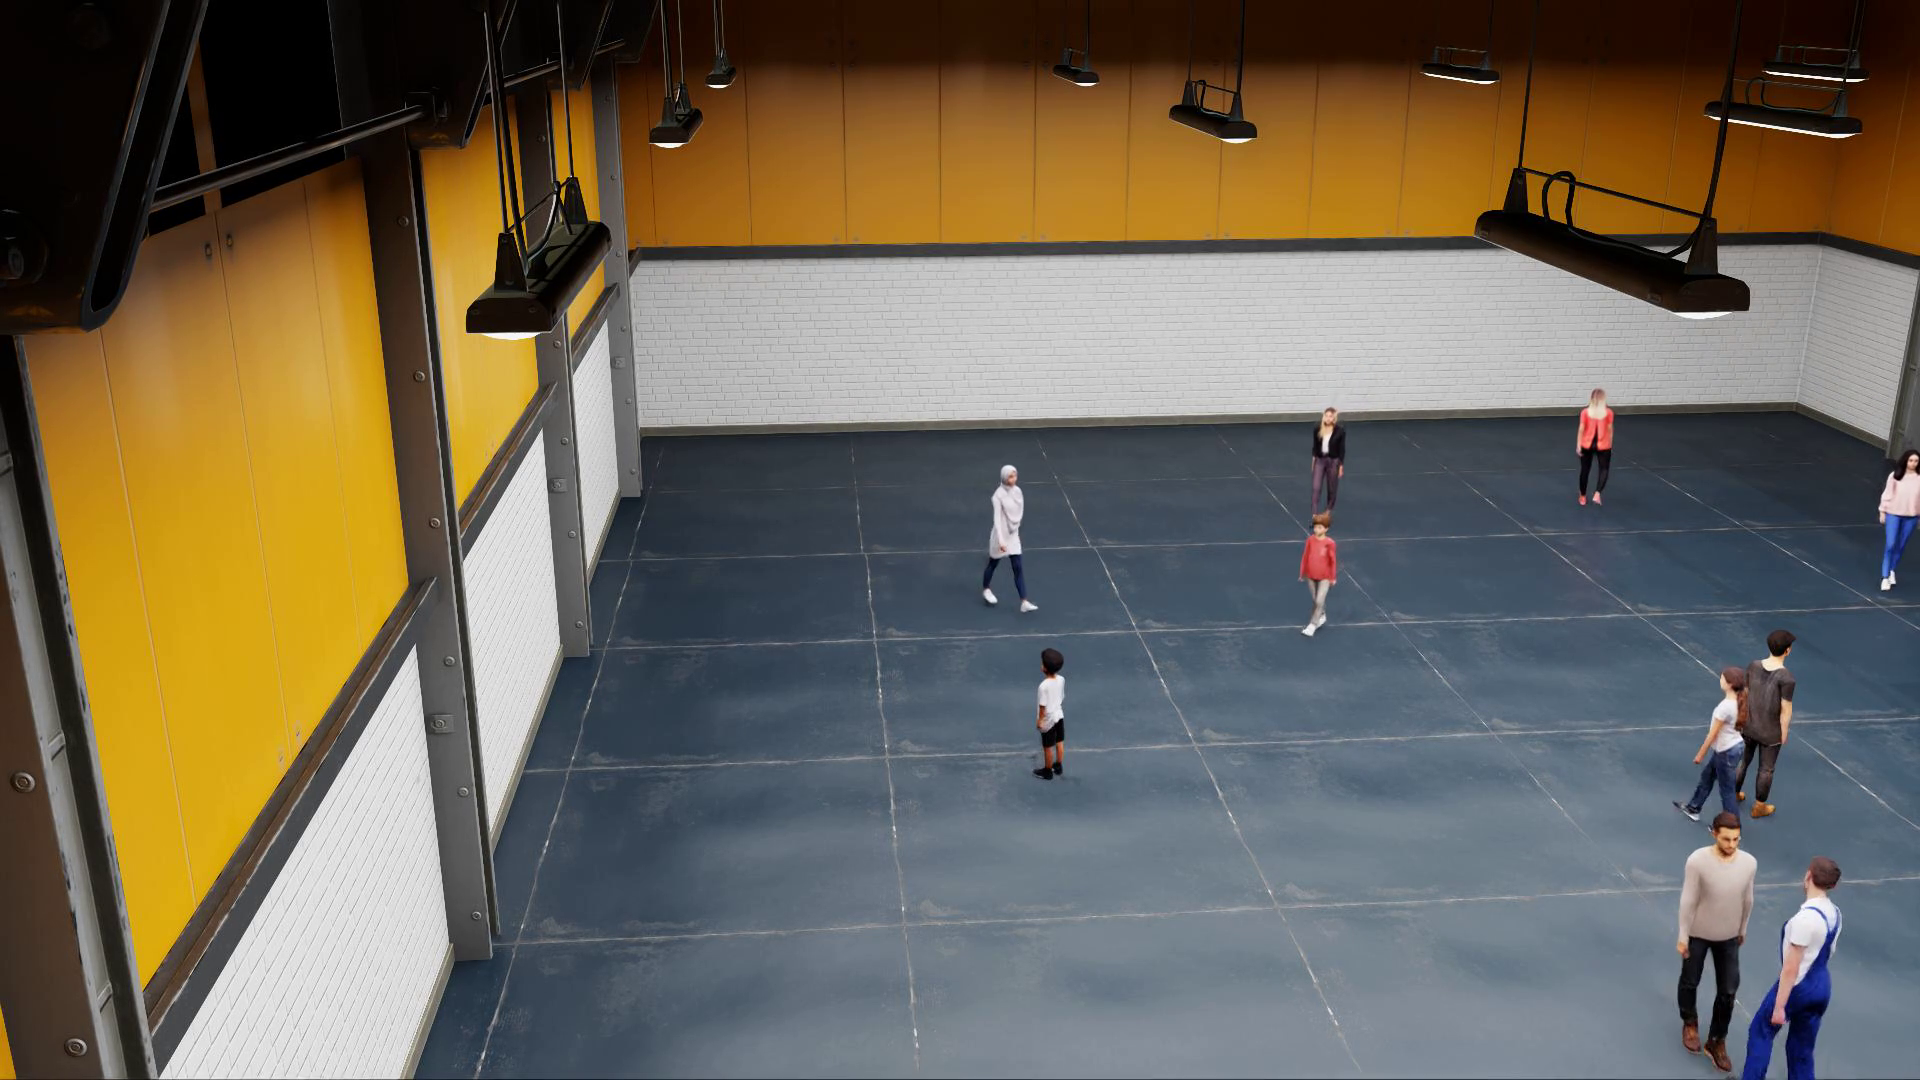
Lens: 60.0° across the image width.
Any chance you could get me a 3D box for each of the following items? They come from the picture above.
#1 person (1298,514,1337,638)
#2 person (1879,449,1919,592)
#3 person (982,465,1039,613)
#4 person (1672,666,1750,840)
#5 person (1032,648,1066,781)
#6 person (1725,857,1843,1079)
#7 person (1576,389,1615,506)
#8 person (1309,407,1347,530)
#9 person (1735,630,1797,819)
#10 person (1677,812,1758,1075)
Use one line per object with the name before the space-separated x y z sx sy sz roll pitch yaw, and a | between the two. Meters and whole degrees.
person | 4.086 0.385 18.802 0.913 1.381 0.974 15 24 37
person | 11.420 -0.273 20.195 0.914 1.739 1.085 7 20 19
person | 0.464 -0.015 19.451 1.022 1.725 1.232 -14 23 -35
person | 6.629 1.838 14.237 0.836 1.541 0.961 -15 24 -38
person | 0.846 1.604 15.374 0.623 1.259 0.571 17 25 41
person | 5.375 2.935 10.577 0.885 1.798 0.951 -15 24 -38
person | 8.871 -1.272 23.241 0.814 1.689 0.881 8 20 23
person | 4.988 -0.991 22.476 0.867 1.644 1.029 7 20 20
person | 7.074 1.607 14.658 0.749 1.711 0.625 -11 22 -31
person | 5.100 2.644 11.365 0.746 1.846 0.813 2 19 7
